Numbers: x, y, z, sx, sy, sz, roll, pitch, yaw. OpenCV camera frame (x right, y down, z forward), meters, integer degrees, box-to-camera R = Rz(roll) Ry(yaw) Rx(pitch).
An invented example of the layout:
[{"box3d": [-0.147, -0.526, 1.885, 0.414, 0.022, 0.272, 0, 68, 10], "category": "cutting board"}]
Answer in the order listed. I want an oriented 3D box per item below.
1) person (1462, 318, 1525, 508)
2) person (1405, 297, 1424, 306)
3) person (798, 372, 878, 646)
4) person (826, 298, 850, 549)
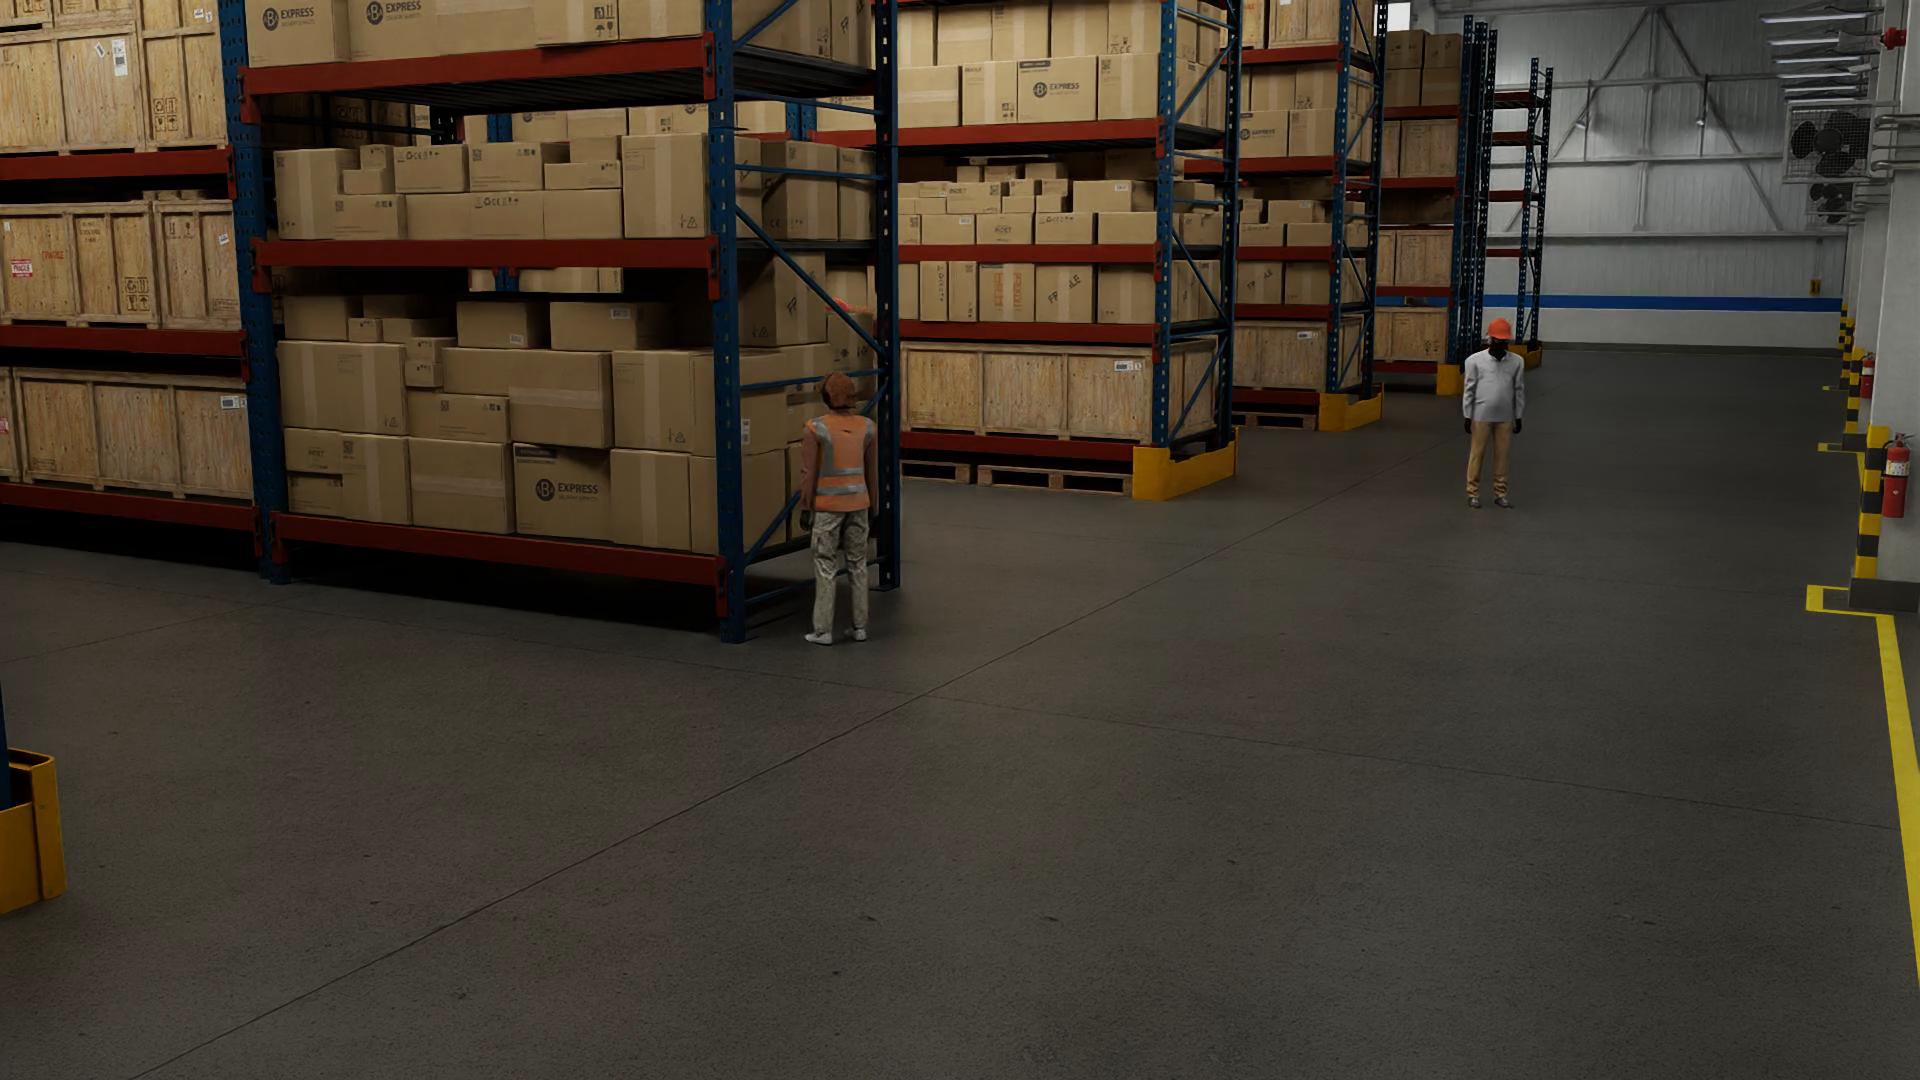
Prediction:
[{"box3d": [4.878, -1.152, 15.202, 0.569, 1.744, 0.352, 0, 10, -2], "category": "person"}, {"box3d": [10.527, -5.156, 38.438, 0.494, 1.720, 0.677, -4, 10, -21], "category": "person"}, {"box3d": [-0.712, -0.182, 9.915, 0.528, 1.630, 0.315, -6, 12, -33], "category": "person"}, {"box3d": [-0.948, -0.892, 13.005, 0.434, 1.977, 0.656, 8, 13, 39], "category": "person"}]
